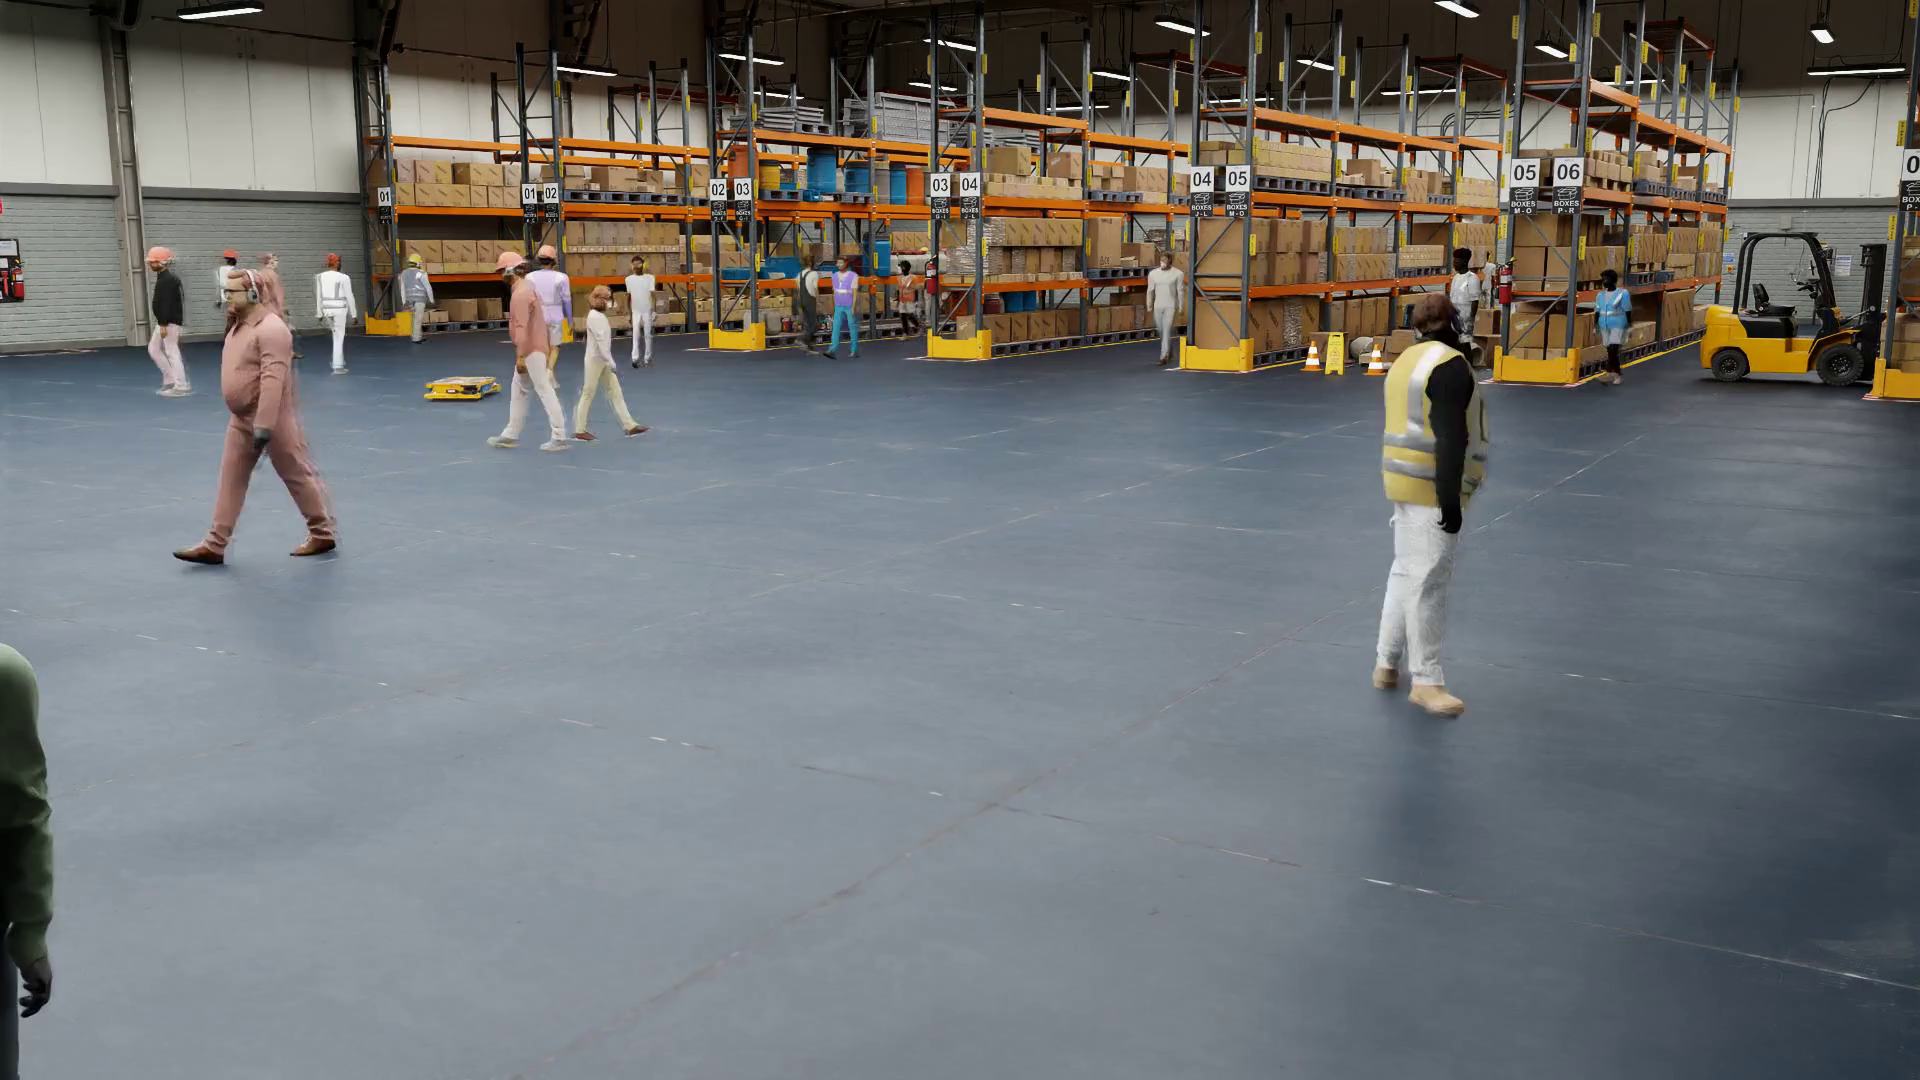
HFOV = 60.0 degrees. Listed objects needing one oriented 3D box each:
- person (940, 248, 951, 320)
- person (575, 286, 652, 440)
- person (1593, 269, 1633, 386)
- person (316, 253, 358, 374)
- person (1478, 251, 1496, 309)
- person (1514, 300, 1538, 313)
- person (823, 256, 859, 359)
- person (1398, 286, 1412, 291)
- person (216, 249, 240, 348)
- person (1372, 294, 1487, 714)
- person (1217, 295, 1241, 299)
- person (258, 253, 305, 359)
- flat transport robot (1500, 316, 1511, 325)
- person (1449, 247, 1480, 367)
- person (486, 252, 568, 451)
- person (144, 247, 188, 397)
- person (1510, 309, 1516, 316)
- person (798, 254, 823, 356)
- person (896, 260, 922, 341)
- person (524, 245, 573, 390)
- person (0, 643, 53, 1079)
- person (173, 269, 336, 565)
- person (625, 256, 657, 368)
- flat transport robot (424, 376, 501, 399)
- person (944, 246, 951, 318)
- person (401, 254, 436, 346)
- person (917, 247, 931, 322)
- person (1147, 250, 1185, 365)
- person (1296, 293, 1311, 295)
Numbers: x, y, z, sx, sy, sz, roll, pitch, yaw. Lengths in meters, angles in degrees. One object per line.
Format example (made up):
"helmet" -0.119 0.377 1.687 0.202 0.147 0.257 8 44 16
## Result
"person" -0.216 -6.297 41.377 0.594 1.895 0.843 7 12 34
"person" -3.596 -1.799 17.050 0.823 1.588 0.490 1 10 4
"person" 9.208 -2.998 23.572 0.836 1.644 0.555 -7 12 -34
"person" -9.646 -3.524 25.927 0.599 1.857 0.722 3 11 17
"person" 12.347 -5.889 39.192 0.510 1.860 0.334 2 10 13
"person" 12.084 -5.275 35.524 0.630 1.940 0.373 6 12 29
"person" -2.049 -4.069 29.149 0.592 1.793 0.955 5 11 26
"person" 11.135 -6.319 41.577 0.725 1.873 0.607 -4 11 -22
"person" -14.085 -4.691 32.369 0.581 1.891 0.955 4 11 22
"person" 2.088 -0.171 7.343 0.433 1.805 0.722 -1 10 -5
"person" 5.129 -4.546 31.151 0.701 2.000 0.537 5 11 26
"person" -11.954 -4.037 28.826 0.991 1.862 0.642 -7 12 -34
"flat transport robot" 13.328 -5.389 40.828 0.652 0.197 1.431 1 10 7
"person" 6.975 -3.079 23.144 0.361 1.963 0.614 -2 10 -13
"person" -4.264 -1.841 16.324 0.790 1.942 0.649 -2 10 -12
"person" -10.513 -2.865 21.921 0.551 1.971 0.646 -6 12 -31
"person" 14.405 -6.379 42.089 0.794 1.815 0.644 6 12 31
"person" -2.701 -4.201 29.795 0.526 1.832 0.435 10 14 44
"person" -1.051 -4.950 34.424 0.544 1.686 0.436 8 13 39
"person" -5.586 -2.988 22.536 0.620 2.015 0.952 0 10 1
"person" -1.822 0.709 2.859 0.497 1.633 0.288 -3 11 -16
"person" -4.471 -0.774 10.544 0.657 1.857 0.996 8 13 39
"person" -5.203 -3.720 27.160 0.513 1.820 0.980 -1 10 -5
"flat transport robot" -6.548 -2.011 21.912 0.652 0.197 1.431 0 10 -2
"person" -0.299 -7.065 45.289 0.639 2.028 0.422 5 11 27
"person" -10.744 -4.785 33.167 0.600 1.801 0.810 4 11 23
"person" -0.891 -6.405 41.905 0.590 1.923 0.391 6 12 29
"person" 3.467 -3.901 27.925 0.637 1.914 0.838 4 11 24
"person" 7.905 -5.755 38.507 0.592 1.846 0.973 7 12 35
